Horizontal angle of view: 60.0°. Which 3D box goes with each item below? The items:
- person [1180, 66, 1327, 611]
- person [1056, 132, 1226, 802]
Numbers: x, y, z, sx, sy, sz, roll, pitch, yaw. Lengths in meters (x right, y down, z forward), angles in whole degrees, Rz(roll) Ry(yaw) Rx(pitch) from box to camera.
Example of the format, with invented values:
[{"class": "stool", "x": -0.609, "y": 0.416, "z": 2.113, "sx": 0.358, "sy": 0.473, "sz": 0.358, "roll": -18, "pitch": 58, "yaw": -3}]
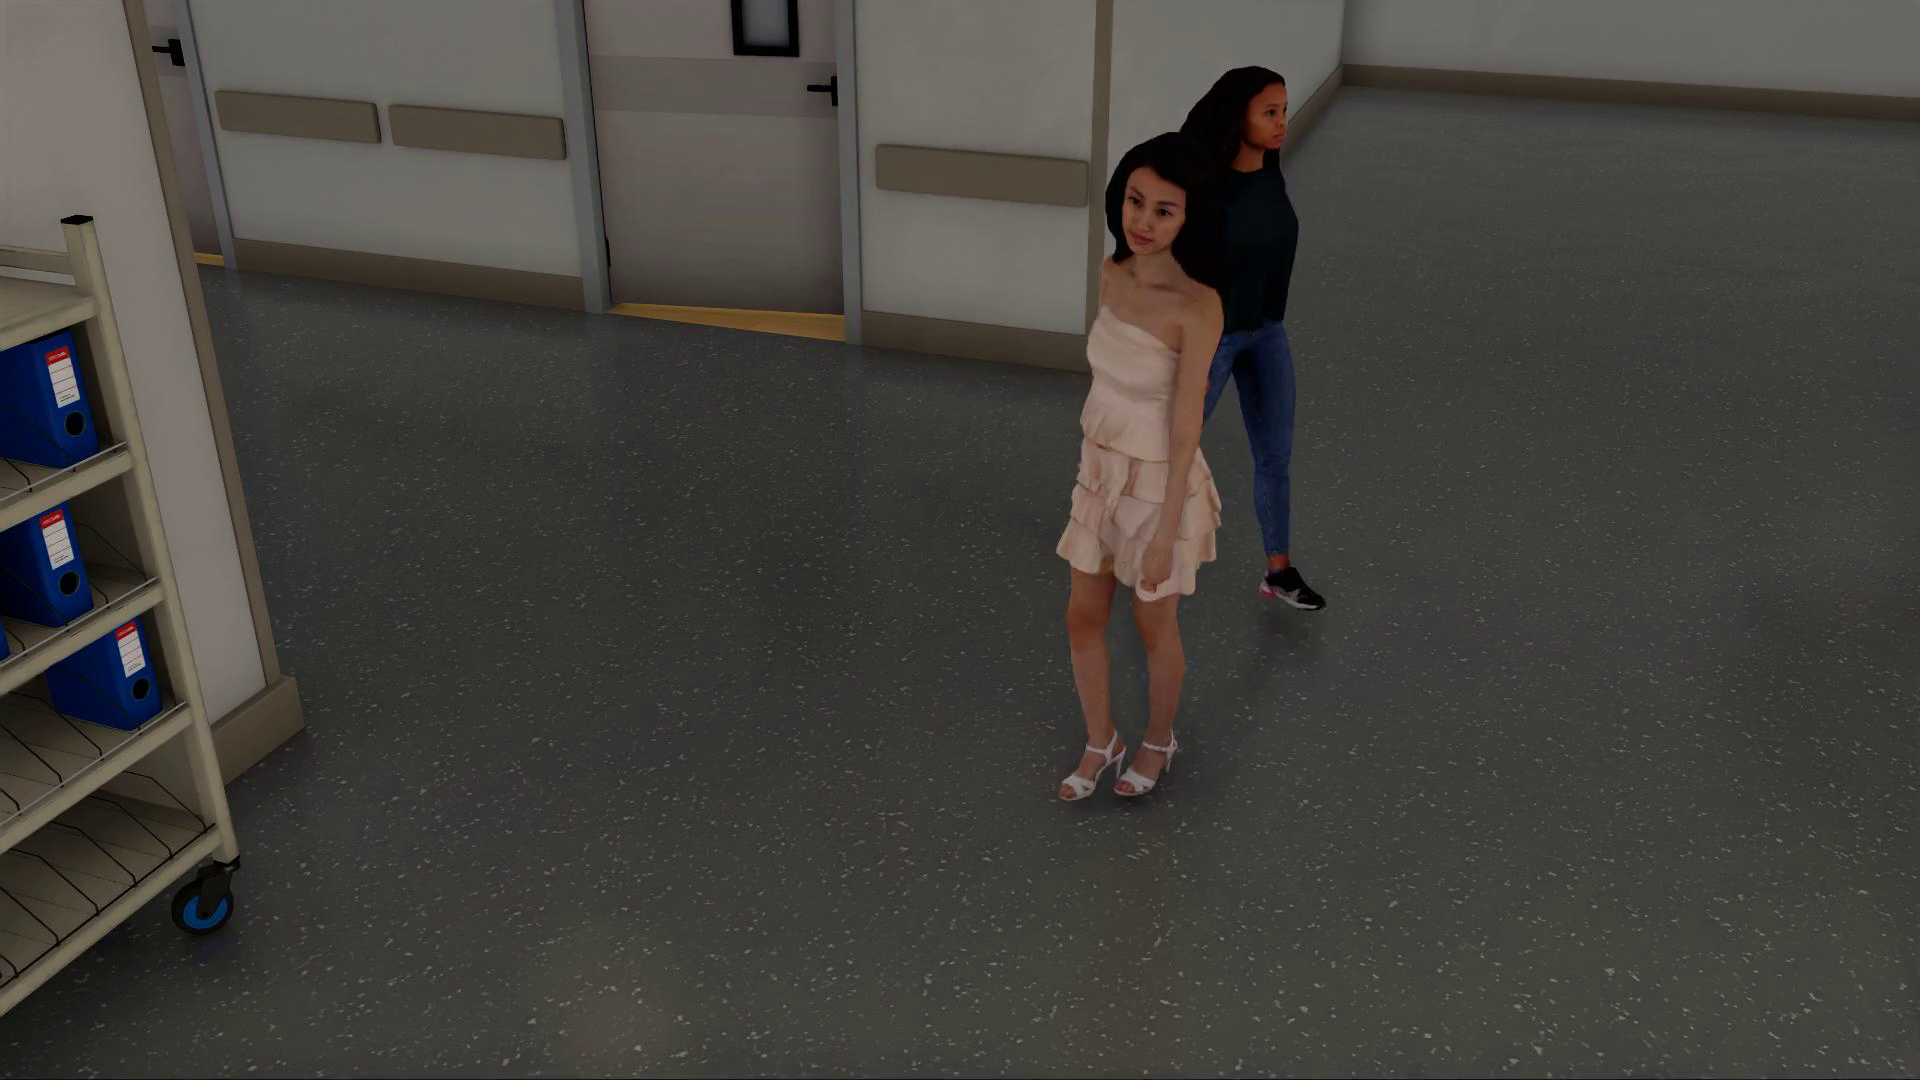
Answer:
[{"class": "person", "x": 0.753, "y": -0.612, "z": 5.081, "sx": 1.124, "sy": 1.576, "sz": 1.058, "roll": -18, "pitch": 31, "yaw": -33}, {"class": "person", "x": 0.450, "y": -0.095, "z": 3.854, "sx": 0.780, "sy": 1.710, "sz": 0.741, "roll": -10, "pitch": 28, "yaw": -21}]
